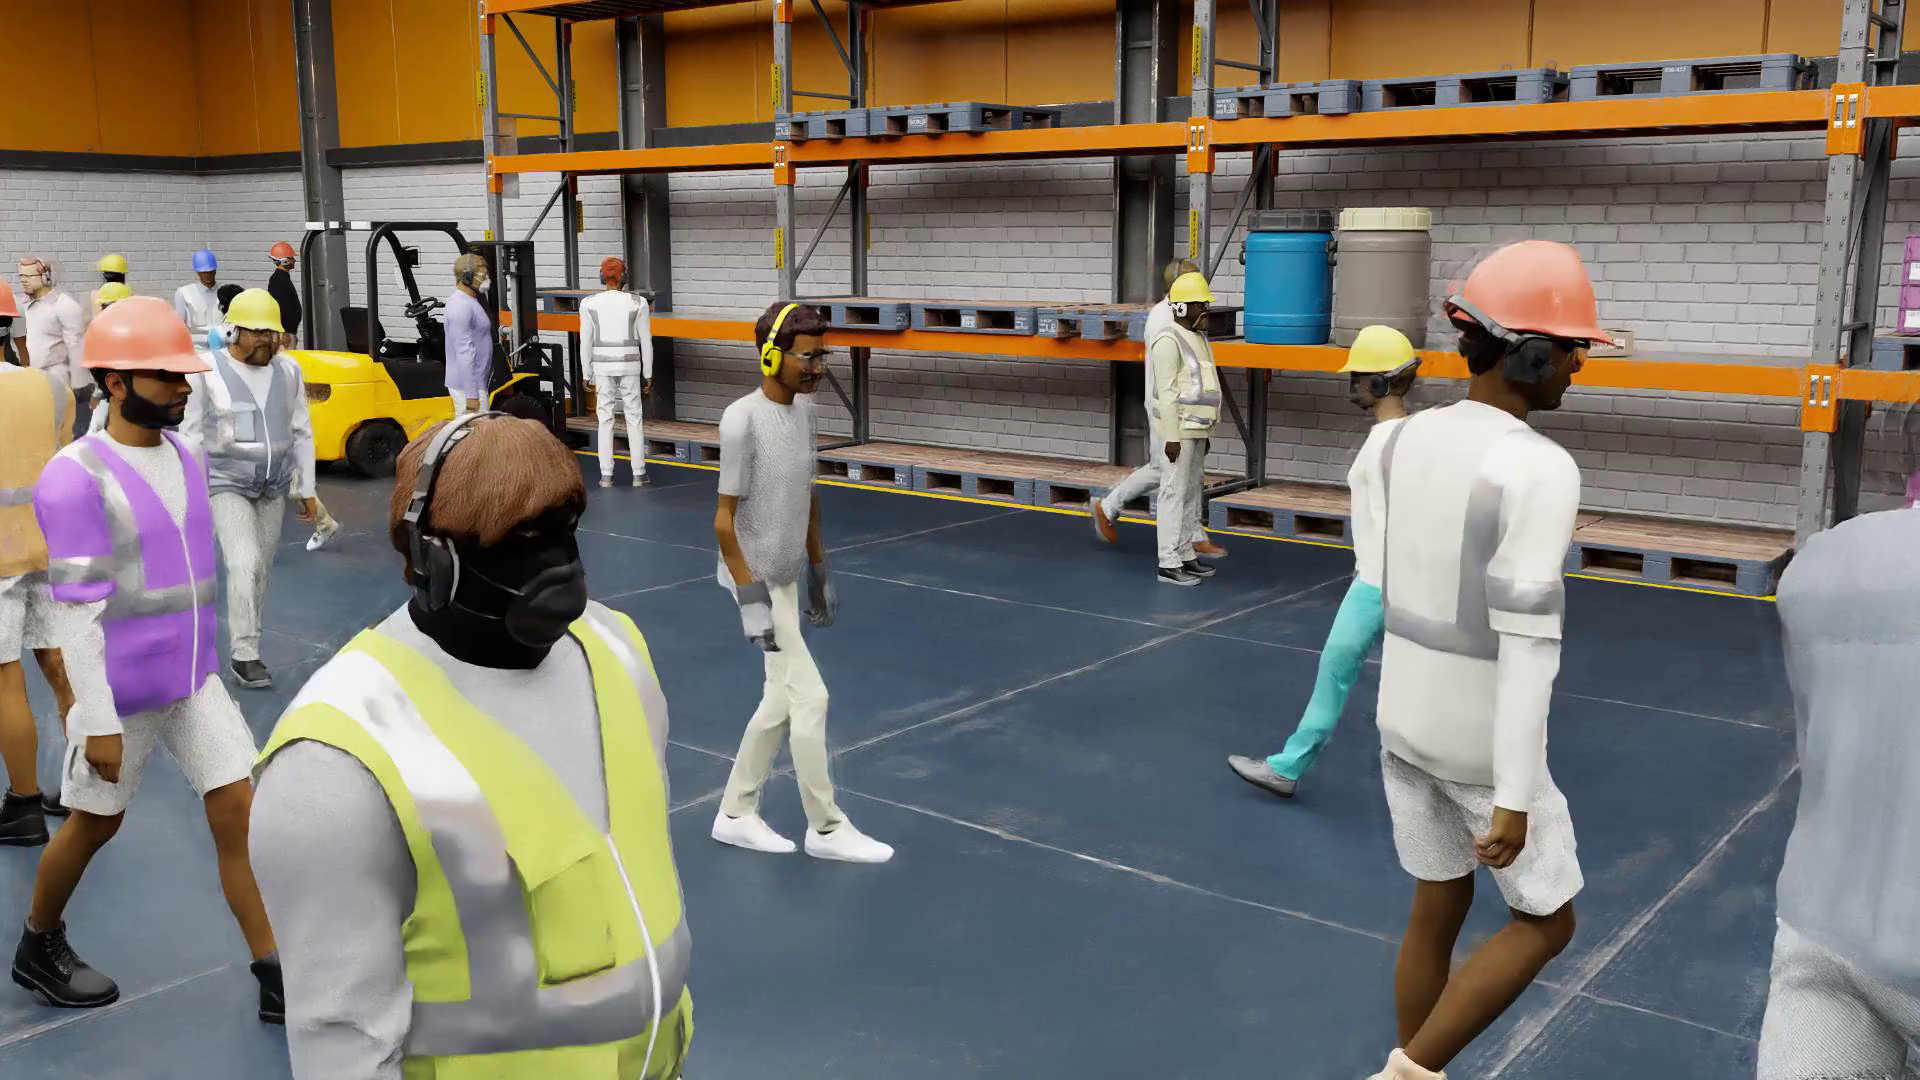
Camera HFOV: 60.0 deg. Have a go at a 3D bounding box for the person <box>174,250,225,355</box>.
[{"bbox_3d":[-7.077,-1.781,15.818,0.709,1.920,0.466,-6,12,-31],"label":"person"}]

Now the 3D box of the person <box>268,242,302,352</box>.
[{"bbox_3d":[-7.735,-2.413,19.120,0.373,1.997,0.615,-3,11,-15],"label":"person"}]

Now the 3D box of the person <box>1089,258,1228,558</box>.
[{"bbox_3d":[1.299,-0.839,10.643,0.834,1.919,0.637,5,12,28],"label":"person"}]

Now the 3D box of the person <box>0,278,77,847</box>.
[{"bbox_3d":[-3.214,0.060,5.585,0.375,1.935,0.551,3,11,19],"label":"person"}]

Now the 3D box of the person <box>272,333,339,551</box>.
[{"bbox_3d":[-4.268,-0.646,10.446,0.542,1.598,0.754,2,10,12],"label":"person"}]

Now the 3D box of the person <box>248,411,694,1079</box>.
[{"bbox_3d":[-0.563,0.739,2.141,0.453,1.821,0.644,5,11,25],"label":"person"}]

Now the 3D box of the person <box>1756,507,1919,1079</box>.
[{"bbox_3d":[1.507,0.638,2.561,0.986,1.878,0.627,-5,11,-26],"label":"person"}]

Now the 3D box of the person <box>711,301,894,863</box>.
[{"bbox_3d":[-0.539,0.156,5.362,0.630,1.840,0.550,3,11,16],"label":"person"}]

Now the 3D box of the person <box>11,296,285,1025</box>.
[{"bbox_3d":[-2.085,0.336,4.225,1.014,1.893,0.560,3,11,16],"label":"person"}]

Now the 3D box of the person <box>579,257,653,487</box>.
[{"bbox_3d":[-2.816,-1.372,13.672,0.582,1.880,0.338,-1,10,-7],"label":"person"}]

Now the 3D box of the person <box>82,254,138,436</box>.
[{"bbox_3d":[-7.923,-1.722,15.580,0.597,1.898,0.855,1,10,4],"label":"person"}]

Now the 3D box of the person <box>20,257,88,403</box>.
[{"bbox_3d":[-7.170,-1.249,12.982,0.650,1.892,0.507,6,12,28],"label":"person"}]

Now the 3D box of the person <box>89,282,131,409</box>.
[{"bbox_3d":[-6.315,-1.082,12.549,0.721,1.717,0.500,-8,13,-38],"label":"person"}]

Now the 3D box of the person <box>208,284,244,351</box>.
[{"bbox_3d":[-5.566,-1.146,12.939,0.404,1.684,0.553,6,12,31],"label":"person"}]

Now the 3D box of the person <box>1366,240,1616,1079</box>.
[{"bbox_3d":[1.064,0.400,3.481,0.476,2.025,0.612,-4,11,-21],"label":"person"}]

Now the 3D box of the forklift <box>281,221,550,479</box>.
[{"bbox_3d":[-4.922,-1.741,14.854,1.214,2.155,2.313,8,13,38],"label":"forklift"}]

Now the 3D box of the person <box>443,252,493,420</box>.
[{"bbox_3d":[-3.434,-1.048,11.727,0.373,1.938,0.628,-2,11,-13],"label":"person"}]

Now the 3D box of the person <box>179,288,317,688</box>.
[{"bbox_3d":[-3.195,-0.234,7.585,0.672,1.798,0.605,7,13,35],"label":"person"}]

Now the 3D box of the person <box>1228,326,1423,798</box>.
[{"bbox_3d":[1.432,0.118,5.846,0.904,1.721,0.526,7,12,32],"label":"person"}]

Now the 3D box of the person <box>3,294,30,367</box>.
[{"bbox_3d":[-6.842,-1.076,11.590,0.690,2.000,0.538,-7,12,-33],"label":"person"}]

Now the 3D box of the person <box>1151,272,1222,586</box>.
[{"bbox_3d":[1.348,-0.660,9.863,0.404,1.833,0.590,5,11,26],"label":"person"}]
